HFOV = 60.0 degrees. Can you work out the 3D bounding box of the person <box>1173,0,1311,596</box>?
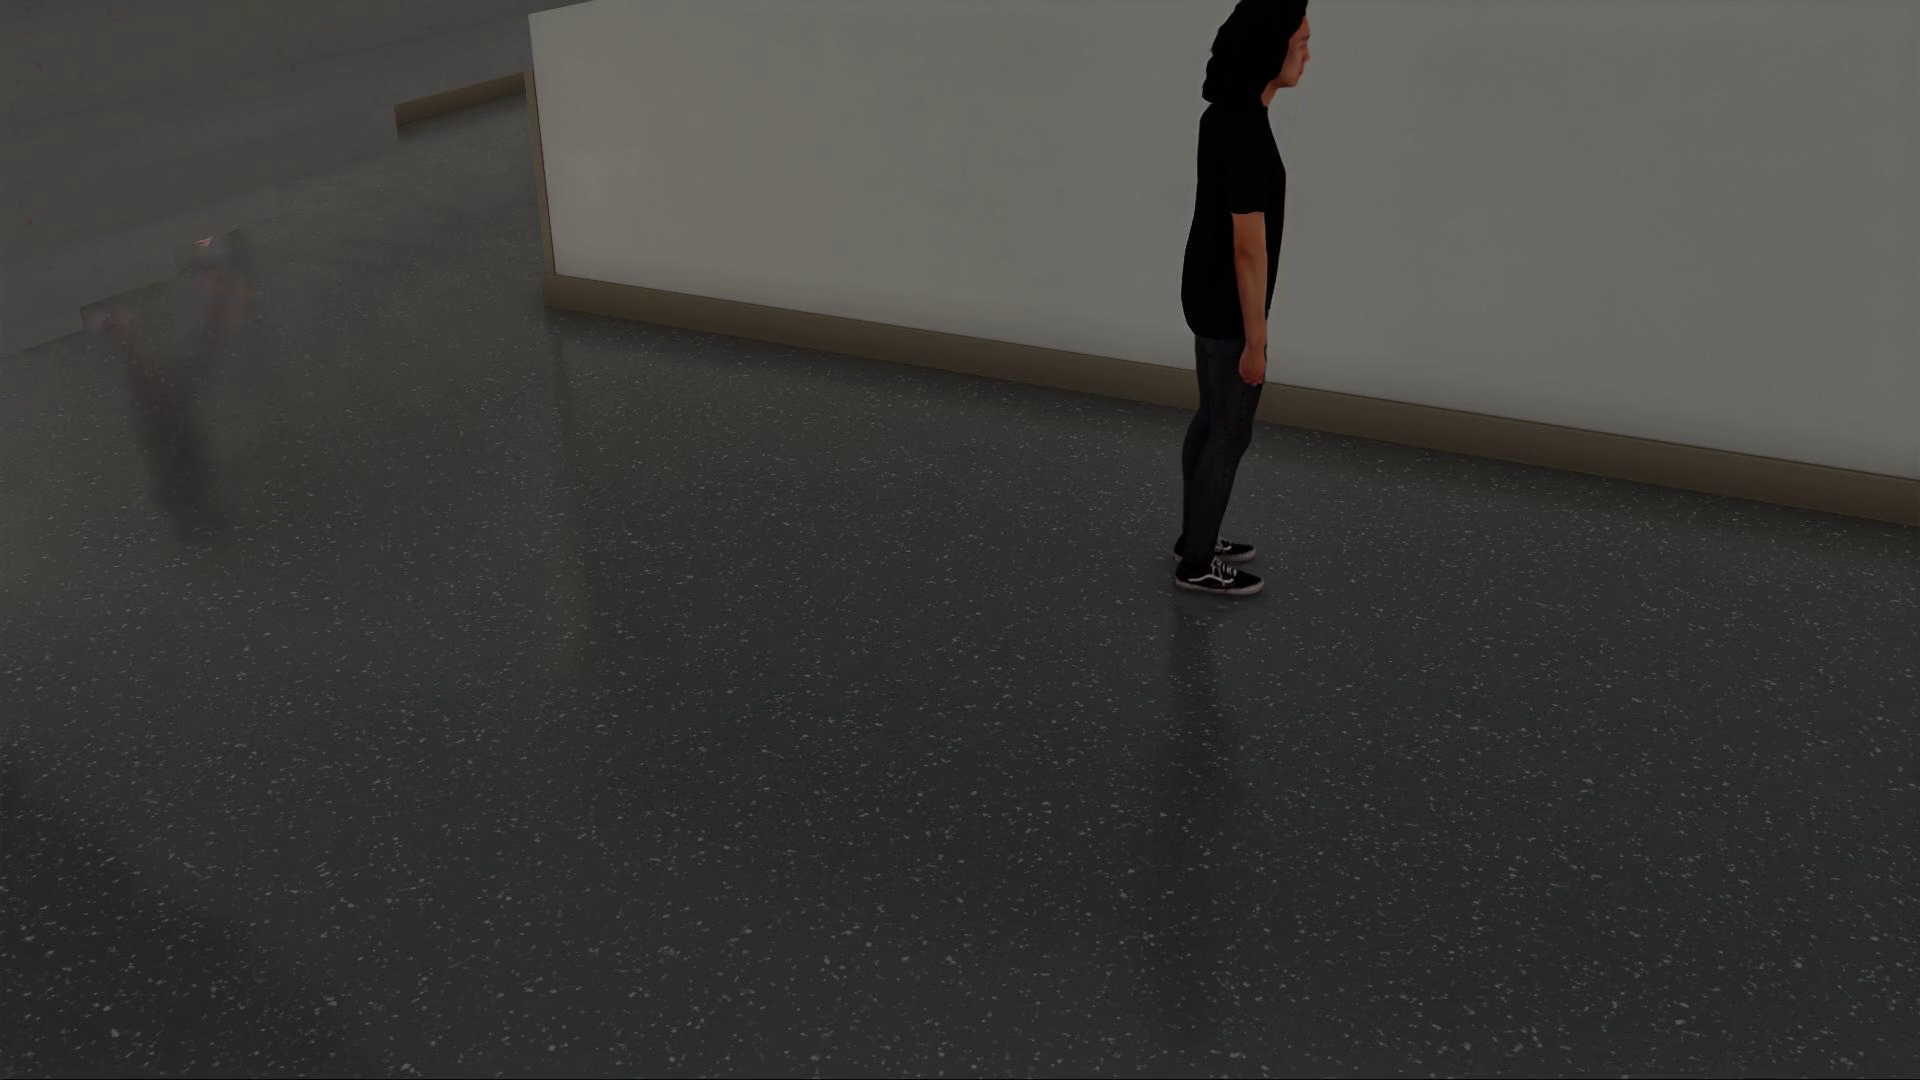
[{"bbox_3d":[0.785,-0.705,4.934,0.710,1.821,0.713,-2,26,-3],"label":"person"}]
